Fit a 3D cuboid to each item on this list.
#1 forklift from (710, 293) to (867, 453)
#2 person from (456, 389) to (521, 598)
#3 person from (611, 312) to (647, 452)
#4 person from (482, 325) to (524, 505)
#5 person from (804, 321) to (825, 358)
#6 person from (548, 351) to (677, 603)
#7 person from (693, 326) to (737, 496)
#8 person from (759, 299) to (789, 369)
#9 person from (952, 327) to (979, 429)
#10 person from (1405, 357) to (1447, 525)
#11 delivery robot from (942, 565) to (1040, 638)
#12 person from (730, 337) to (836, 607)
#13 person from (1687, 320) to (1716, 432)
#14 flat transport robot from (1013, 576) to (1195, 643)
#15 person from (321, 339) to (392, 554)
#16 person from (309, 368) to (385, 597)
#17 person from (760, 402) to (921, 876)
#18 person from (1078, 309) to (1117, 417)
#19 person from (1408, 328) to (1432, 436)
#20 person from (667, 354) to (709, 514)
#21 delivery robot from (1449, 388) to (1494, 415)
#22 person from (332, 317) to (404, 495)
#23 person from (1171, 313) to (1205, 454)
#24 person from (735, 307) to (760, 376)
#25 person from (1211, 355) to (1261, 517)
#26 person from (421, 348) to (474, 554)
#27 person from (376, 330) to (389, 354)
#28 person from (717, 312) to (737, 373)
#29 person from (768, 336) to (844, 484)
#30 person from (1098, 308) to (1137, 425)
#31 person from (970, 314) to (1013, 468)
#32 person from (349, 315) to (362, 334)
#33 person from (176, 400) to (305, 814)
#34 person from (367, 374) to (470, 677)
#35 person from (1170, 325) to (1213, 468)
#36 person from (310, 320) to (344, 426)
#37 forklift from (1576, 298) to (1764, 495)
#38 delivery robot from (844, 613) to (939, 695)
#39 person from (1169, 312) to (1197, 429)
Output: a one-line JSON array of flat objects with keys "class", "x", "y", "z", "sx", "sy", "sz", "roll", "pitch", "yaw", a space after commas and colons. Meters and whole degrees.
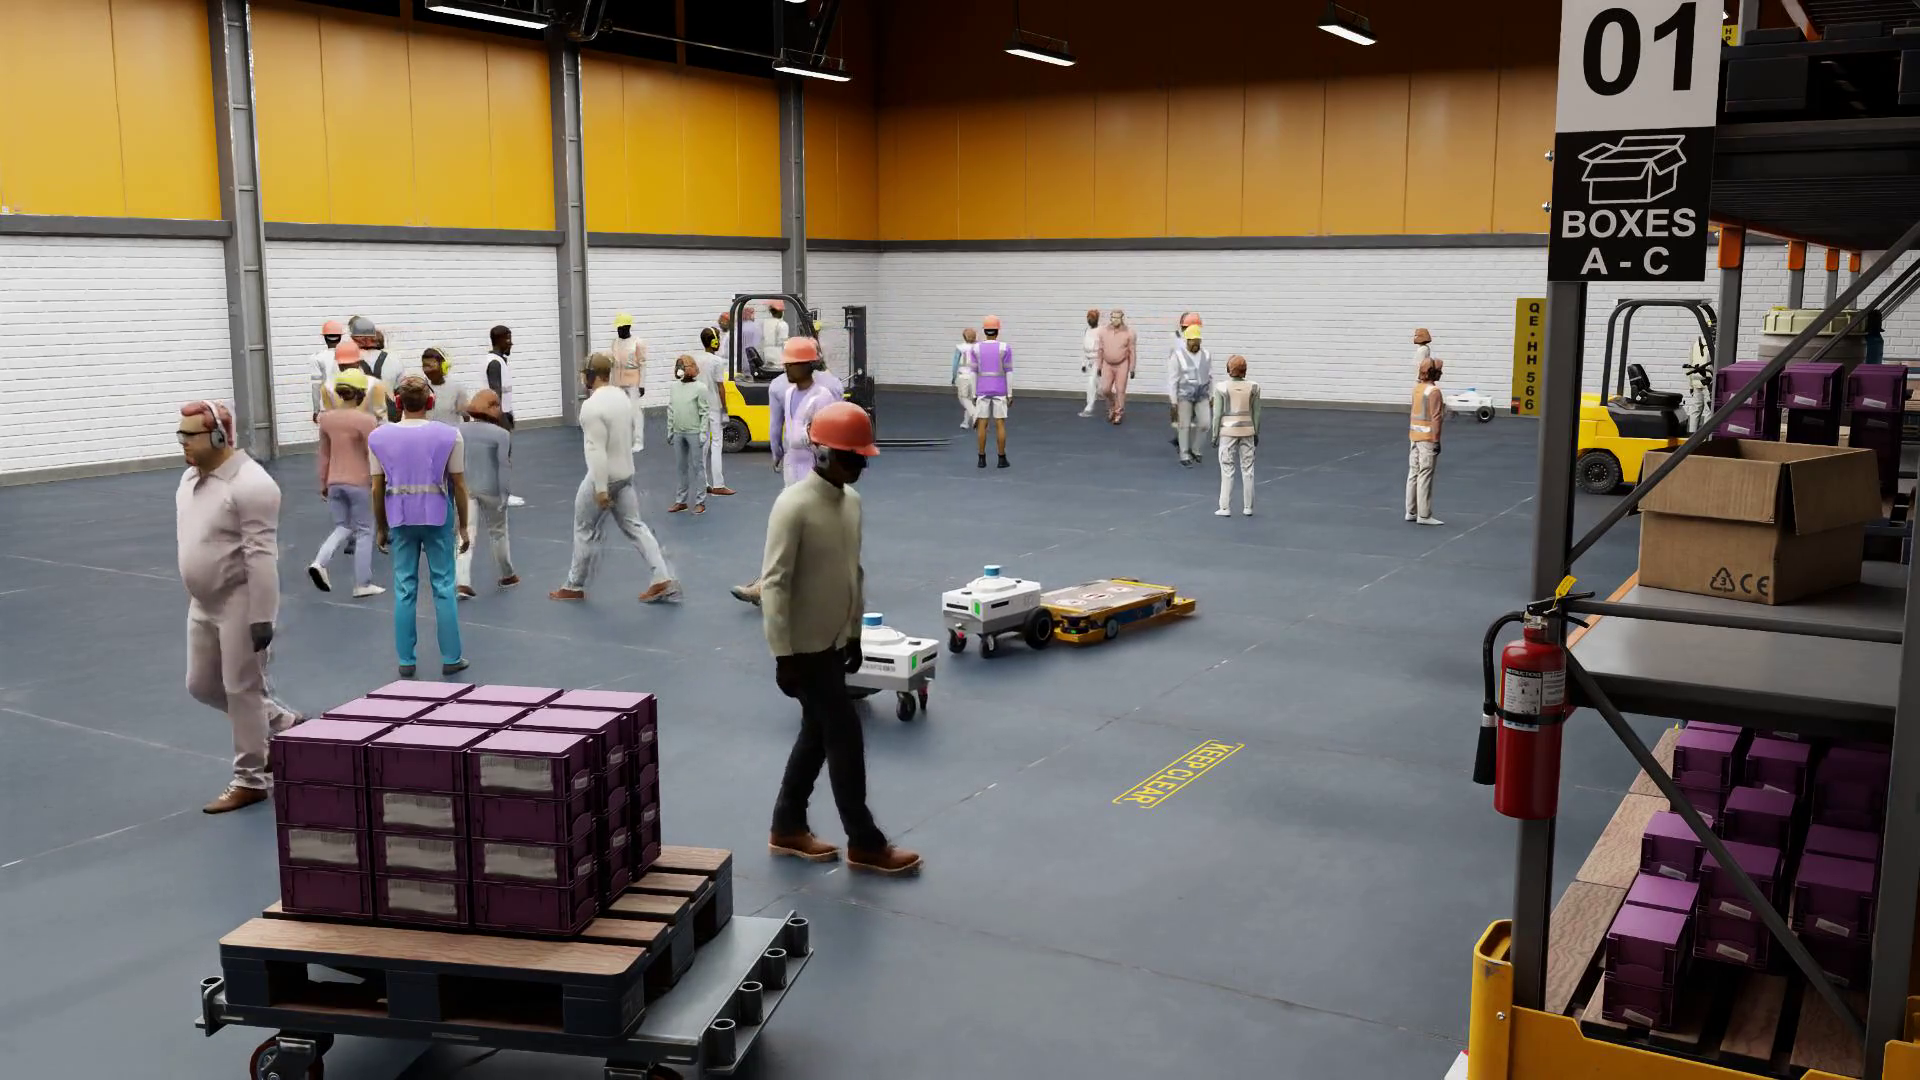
[{"class": "forklift", "x": -2.458, "y": -2.344, "z": 23.176, "sx": 2.313, "sy": 2.155, "sz": 1.214, "roll": 0, "pitch": 9, "yaw": -2}, {"class": "person", "x": -3.645, "y": -0.363, "z": 12.708, "sx": 0.490, "sy": 1.584, "sz": 0.868, "roll": 2, "pitch": 9, "yaw": 10}, {"class": "person", "x": -4.597, "y": -2.173, "z": 22.947, "sx": 0.594, "sy": 1.922, "sz": 0.385, "roll": 5, "pitch": 10, "yaw": 30}, {"class": "person", "x": -4.895, "y": -1.322, "z": 17.684, "sx": 0.423, "sy": 1.910, "sz": 0.612, "roll": -2, "pitch": 9, "yaw": -13}, {"class": "person", "x": -2.318, "y": -2.558, "z": 25.955, "sx": 0.892, "sy": 1.714, "sz": 0.549, "roll": -6, "pitch": 11, "yaw": -34}, {"class": "person", "x": -2.569, "y": -0.454, "z": 12.372, "sx": 1.002, "sy": 1.896, "sz": 0.626, "roll": 3, "pitch": 10, "yaw": 19}, {"class": "person", "x": -2.750, "y": -1.420, "z": 18.425, "sx": 0.518, "sy": 1.869, "sz": 0.330, "roll": 7, "pitch": 12, "yaw": 39}, {"class": "person", "x": -3.148, "y": -3.129, "z": 28.588, "sx": 0.641, "sy": 2.023, "sz": 0.423, "roll": 7, "pitch": 11, "yaw": 36}, {"class": "person", "x": 0.167, "y": -2.533, "z": 26.152, "sx": 0.520, "sy": 1.612, "sz": 0.666, "roll": -6, "pitch": 11, "yaw": -31}, {"class": "person", "x": 4.569, "y": -0.968, "z": 16.307, "sx": 0.314, "sy": 1.639, "sz": 0.517, "roll": -1, "pitch": 9, "yaw": -9}, {"class": "delivery robot", "x": 0.205, "y": 0.409, "z": 10.798, "sx": 0.477, "sy": 0.478, "sz": 0.707, "roll": 8, "pitch": 12, "yaw": 39}, {"class": "person", "x": -1.177, "y": -0.483, "z": 12.187, "sx": 1.031, "sy": 1.985, "sz": 0.634, "roll": -7, "pitch": 11, "yaw": -36}, {"class": "person", "x": 10.428, "y": -2.166, "z": 23.184, "sx": 0.404, "sy": 1.830, "sz": 0.602, "roll": -4, "pitch": 10, "yaw": -23}, {"class": "flat transport robot", "x": 0.982, "y": 0.470, "z": 11.587, "sx": 0.652, "sy": 0.197, "sz": 1.431, "roll": 8, "pitch": 12, "yaw": 39}, {"class": "person", "x": -5.331, "y": -0.844, "z": 14.787, "sx": 0.568, "sy": 1.895, "sz": 0.817, "roll": -1, "pitch": 9, "yaw": -9}, {"class": "person", "x": -4.635, "y": -0.418, "z": 12.557, "sx": 0.520, "sy": 1.751, "sz": 0.547, "roll": 4, "pitch": 10, "yaw": 24}, {"class": "person", "x": -0.501, "y": 0.410, "z": 6.764, "sx": 0.708, "sy": 1.946, "sz": 0.658, "roll": 3, "pitch": 10, "yaw": 21}, {"class": "person", "x": 2.399, "y": -3.059, "z": 28.722, "sx": 0.829, "sy": 1.859, "sz": 0.575, "roll": -6, "pitch": 11, "yaw": -33}, {"class": "person", "x": 6.971, "y": -2.385, "z": 25.168, "sx": 0.279, "sy": 1.634, "sz": 0.499, "roll": 4, "pitch": 10, "yaw": 26}, {"class": "person", "x": -2.791, "y": -1.081, "z": 17.034, "sx": 0.497, "sy": 1.633, "sz": 0.285, "roll": 5, "pitch": 10, "yaw": 28}, {"class": "delivery robot", "x": 8.509, "y": -2.292, "z": 27.658, "sx": 0.707, "sy": 0.478, "sz": 0.477, "roll": 3, "pitch": 10, "yaw": 21}, {"class": "person", "x": -5.784, "y": -1.153, "z": 16.218, "sx": 0.683, "sy": 2.000, "sz": 0.538, "roll": -7, "pitch": 11, "yaw": -37}, {"class": "person", "x": 3.132, "y": -2.116, "z": 22.601, "sx": 0.408, "sy": 1.917, "sz": 0.565, "roll": -1, "pitch": 9, "yaw": -7}, {"class": "person", "x": -3.684, "y": -3.170, "z": 29.381, "sx": 0.668, "sy": 1.859, "sz": 0.906, "roll": 7, "pitch": 11, "yaw": 36}, {"class": "person", "x": 2.787, "y": -1.045, "z": 16.788, "sx": 0.512, "sy": 1.642, "sz": 0.311, "roll": -2, "pitch": 9, "yaw": -10}, {"class": "person", "x": -4.510, "y": -0.753, "z": 14.442, "sx": 0.502, "sy": 1.807, "sz": 1.009, "roll": 2, "pitch": 9, "yaw": 15}, {"class": "person", "x": -6.992, "y": -1.632, "z": 20.002, "sx": 0.978, "sy": 1.791, "sz": 0.647, "roll": -3, "pitch": 10, "yaw": -17}, {"class": "person", "x": -3.673, "y": -2.707, "z": 26.511, "sx": 0.440, "sy": 1.848, "sz": 0.619, "roll": -6, "pitch": 11, "yaw": -35}, {"class": "person", "x": -1.257, "y": -0.709, "z": 13.762, "sx": 0.635, "sy": 1.937, "sz": 0.353, "roll": 1, "pitch": 9, "yaw": 4}, {"class": "person", "x": 2.543, "y": -2.822, "z": 27.071, "sx": 0.667, "sy": 1.888, "sz": 0.430, "roll": 3, "pitch": 10, "yaw": 20}, {"class": "person", "x": 0.404, "y": -1.867, "z": 21.029, "sx": 0.549, "sy": 1.944, "sz": 0.398, "roll": 2, "pitch": 9, "yaw": 10}, {"class": "person", "x": -7.655, "y": -1.974, "z": 21.733, "sx": 0.524, "sy": 1.915, "sz": 0.744, "roll": -2, "pitch": 9, "yaw": -11}, {"class": "person", "x": -3.324, "y": 0.289, "z": 7.702, "sx": 0.658, "sy": 1.893, "sz": 0.542, "roll": 6, "pitch": 11, "yaw": 34}, {"class": "person", "x": -3.277, "y": -0.080, "z": 10.114, "sx": 0.566, "sy": 1.849, "sz": 0.387, "roll": -1, "pitch": 9, "yaw": -8}, {"class": "person", "x": 2.932, "y": -1.802, "z": 20.961, "sx": 0.626, "sy": 1.813, "sz": 0.461, "roll": -3, "pitch": 10, "yaw": -19}, {"class": "person", "x": -7.037, "y": -1.511, "z": 18.781, "sx": 0.552, "sy": 1.932, "sz": 0.377, "roll": -5, "pitch": 11, "yaw": -31}, {"class": "forklift", "x": 7.954, "y": -1.589, "z": 18.462, "sx": 2.313, "sy": 2.155, "sz": 1.214, "roll": 5, "pitch": 11, "yaw": 30}, {"class": "delivery robot", "x": -0.479, "y": 0.653, "z": 9.280, "sx": 0.707, "sy": 0.478, "sz": 0.477, "roll": 4, "pitch": 10, "yaw": 25}, {"class": "person", "x": 3.562, "y": -2.684, "z": 26.392, "sx": 0.507, "sy": 1.843, "sz": 0.346, "roll": -4, "pitch": 10, "yaw": -22}]
